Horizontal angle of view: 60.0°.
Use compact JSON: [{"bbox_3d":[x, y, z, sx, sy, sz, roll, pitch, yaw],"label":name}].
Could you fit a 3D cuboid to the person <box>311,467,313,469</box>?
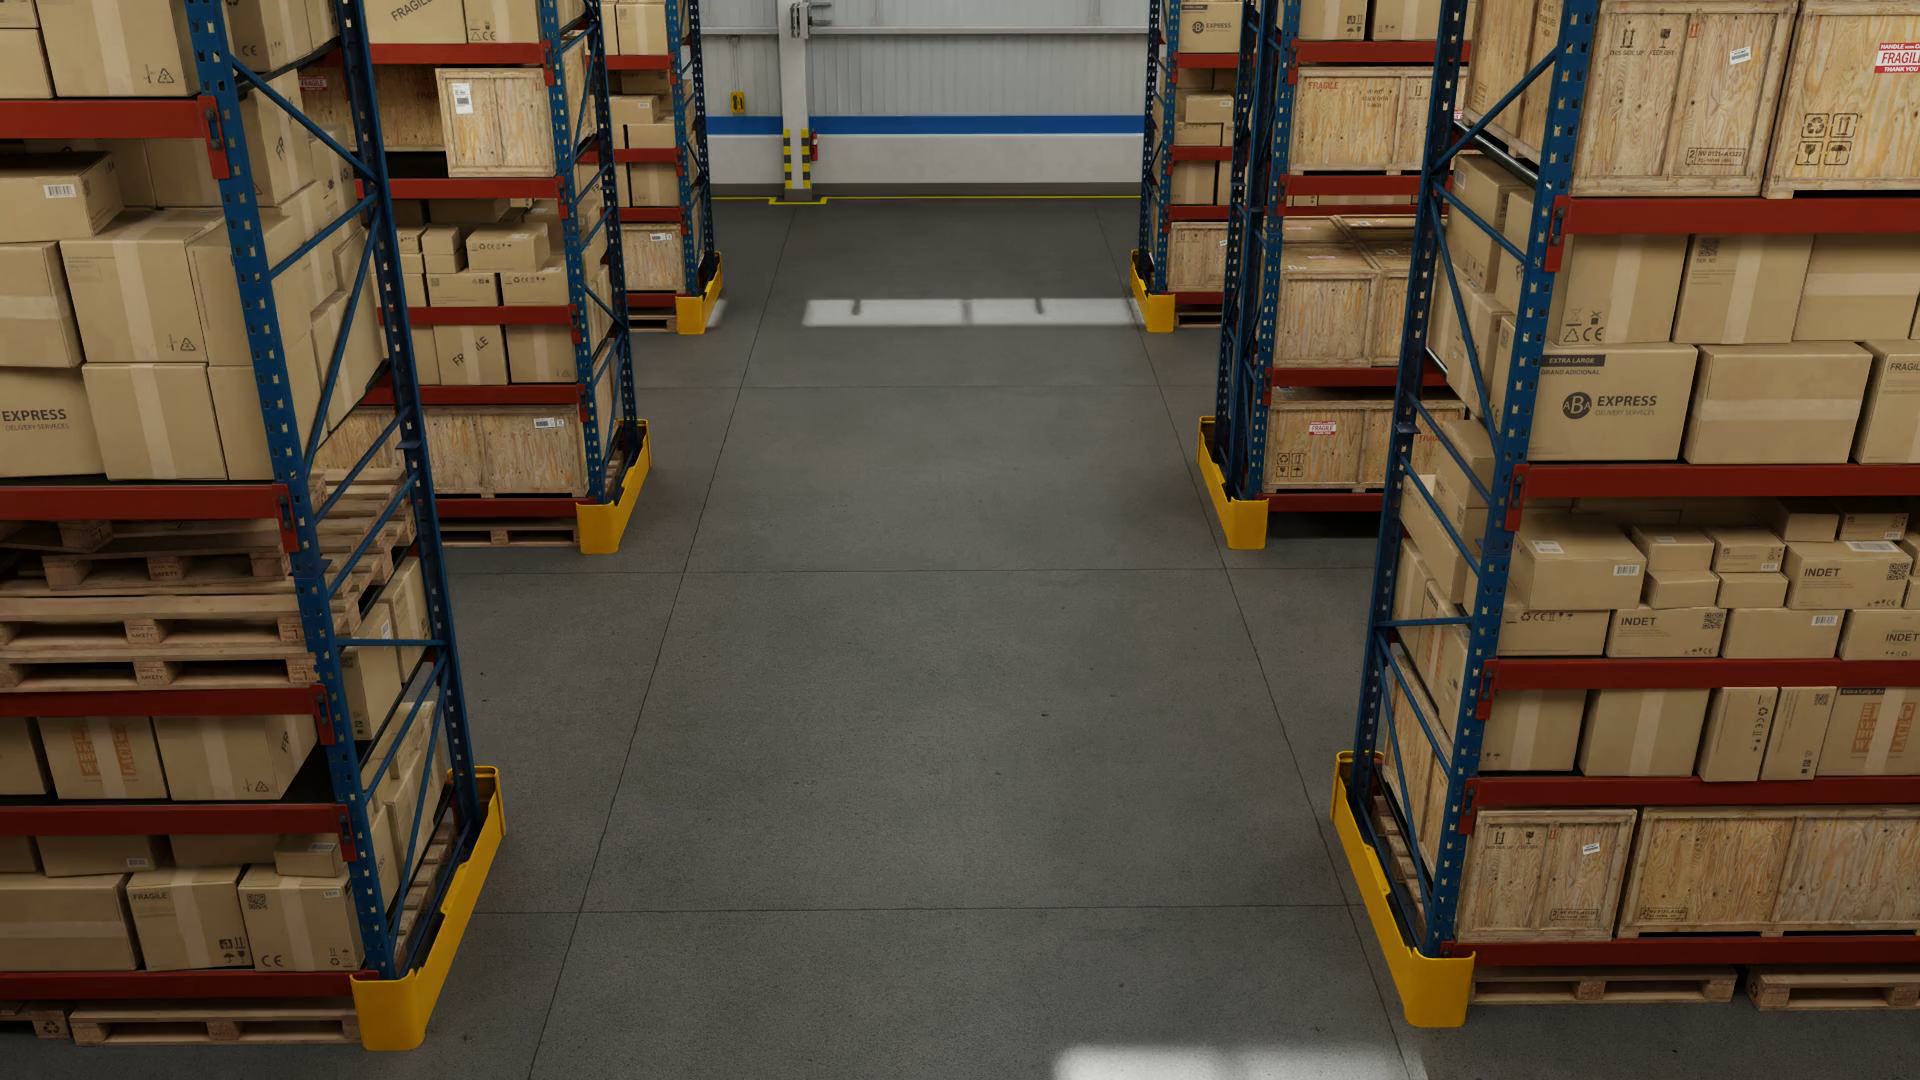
[{"bbox_3d":[-5.707,-0.280,14.608,0.764,1.648,0.460,-3,25,-7],"label":"person"}]
